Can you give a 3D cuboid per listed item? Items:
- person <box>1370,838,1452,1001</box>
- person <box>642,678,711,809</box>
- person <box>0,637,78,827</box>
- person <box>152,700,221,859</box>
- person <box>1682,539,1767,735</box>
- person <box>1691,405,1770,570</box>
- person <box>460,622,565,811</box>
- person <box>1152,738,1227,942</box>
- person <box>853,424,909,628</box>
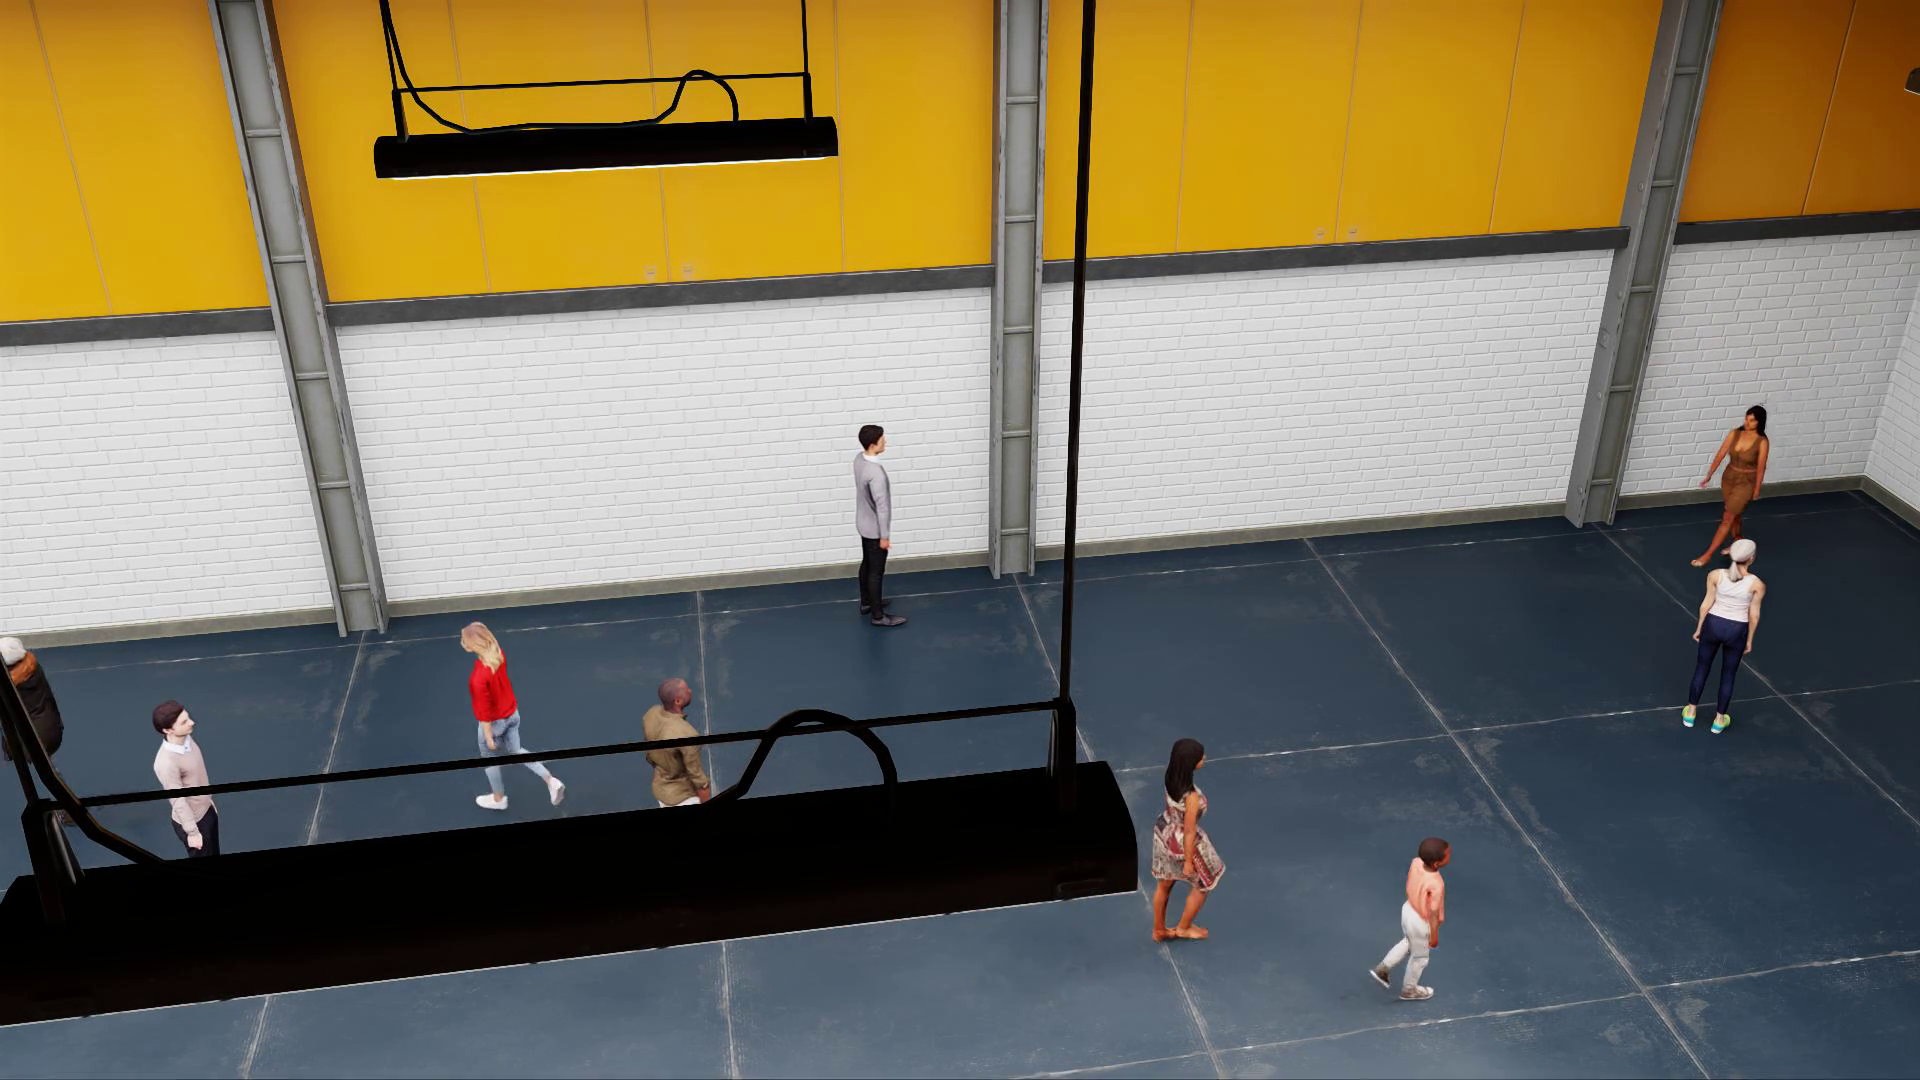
[{"bbox_3d":[2.907,2.445,10.717,0.640,1.301,0.498,-6,29,-11],"label":"person"},{"bbox_3d":[-1.936,1.735,11.472,0.798,1.825,0.803,25,37,38],"label":"person"},{"bbox_3d":[-6.738,1.430,12.239,0.655,1.625,0.661,1,29,2],"label":"person"},{"bbox_3d":[-5.172,1.861,11.256,0.530,1.810,0.611,-5,29,-8],"label":"person"},{"bbox_3d":[6.141,0.766,13.373,0.669,1.705,0.741,16,33,27],"label":"person"},{"bbox_3d":[7.449,-0.523,15.797,1.066,1.647,0.777,-13,31,-23],"label":"person"},{"bbox_3d":[-3.350,1.348,12.327,1.066,1.685,0.855,6,29,12],"label":"person"},{"bbox_3d":[1.390,2.042,11.107,0.729,1.635,0.689,-9,30,-16],"label":"person"},{"bbox_3d":[-0.777,-0.148,14.821,0.693,1.923,0.777,-10,30,-18],"label":"person"}]
